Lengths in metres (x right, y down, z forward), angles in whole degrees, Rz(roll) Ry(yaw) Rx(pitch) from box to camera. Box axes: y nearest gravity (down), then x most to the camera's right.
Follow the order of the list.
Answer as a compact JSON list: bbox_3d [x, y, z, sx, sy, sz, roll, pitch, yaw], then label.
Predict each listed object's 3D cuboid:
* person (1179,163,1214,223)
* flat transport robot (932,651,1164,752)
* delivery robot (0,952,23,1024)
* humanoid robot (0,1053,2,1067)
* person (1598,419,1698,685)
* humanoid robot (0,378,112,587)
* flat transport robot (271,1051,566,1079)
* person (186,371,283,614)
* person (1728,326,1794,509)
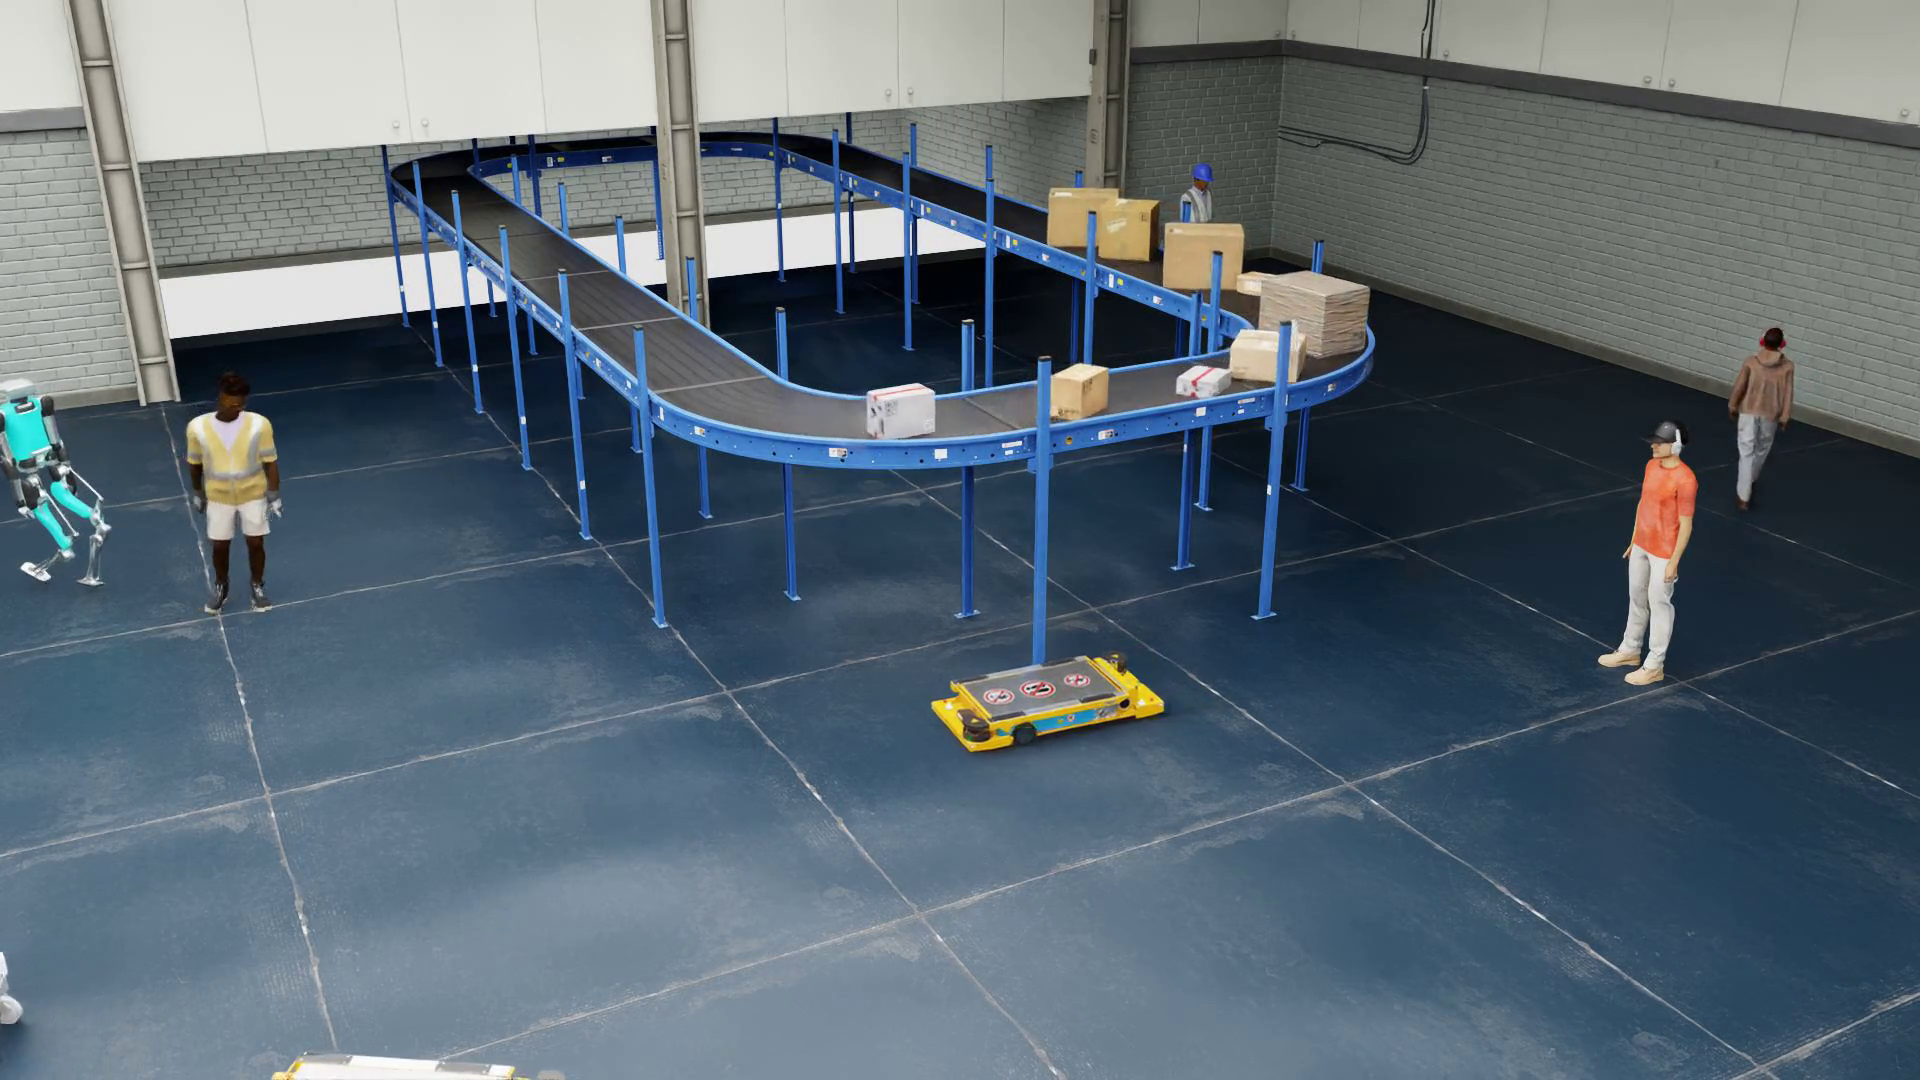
[{"bbox_3d":[3.001,-3.799,21.058,0.416,1.932,0.617,20,29,40],"label":"person"},{"bbox_3d":[0.591,1.082,11.201,1.431,0.231,0.659,-9,24,-21],"label":"flat transport robot"},{"bbox_3d":[-5.021,2.203,8.036,0.765,0.585,0.499,0,22,0],"label":"delivery robot"},{"bbox_3d":[-4.189,2.105,6.698,0.669,1.780,0.546,20,29,40],"label":"humanoid robot"},{"bbox_3d":[4.774,0.079,11.493,0.410,1.910,0.481,-6,23,-14],"label":"person"},{"bbox_3d":[-6.969,-0.376,12.824,0.983,1.724,0.537,10,24,23],"label":"humanoid robot"},{"bbox_3d":[-2.521,2.617,7.406,1.431,0.231,0.659,2,22,5],"label":"flat transport robot"},{"bbox_3d":[-5.440,-0.347,12.523,0.646,1.923,0.457,-7,23,-18],"label":"person"},{"bbox_3d":[7.137,-1.143,14.893,0.491,1.605,0.842,7,23,17],"label":"person"}]
